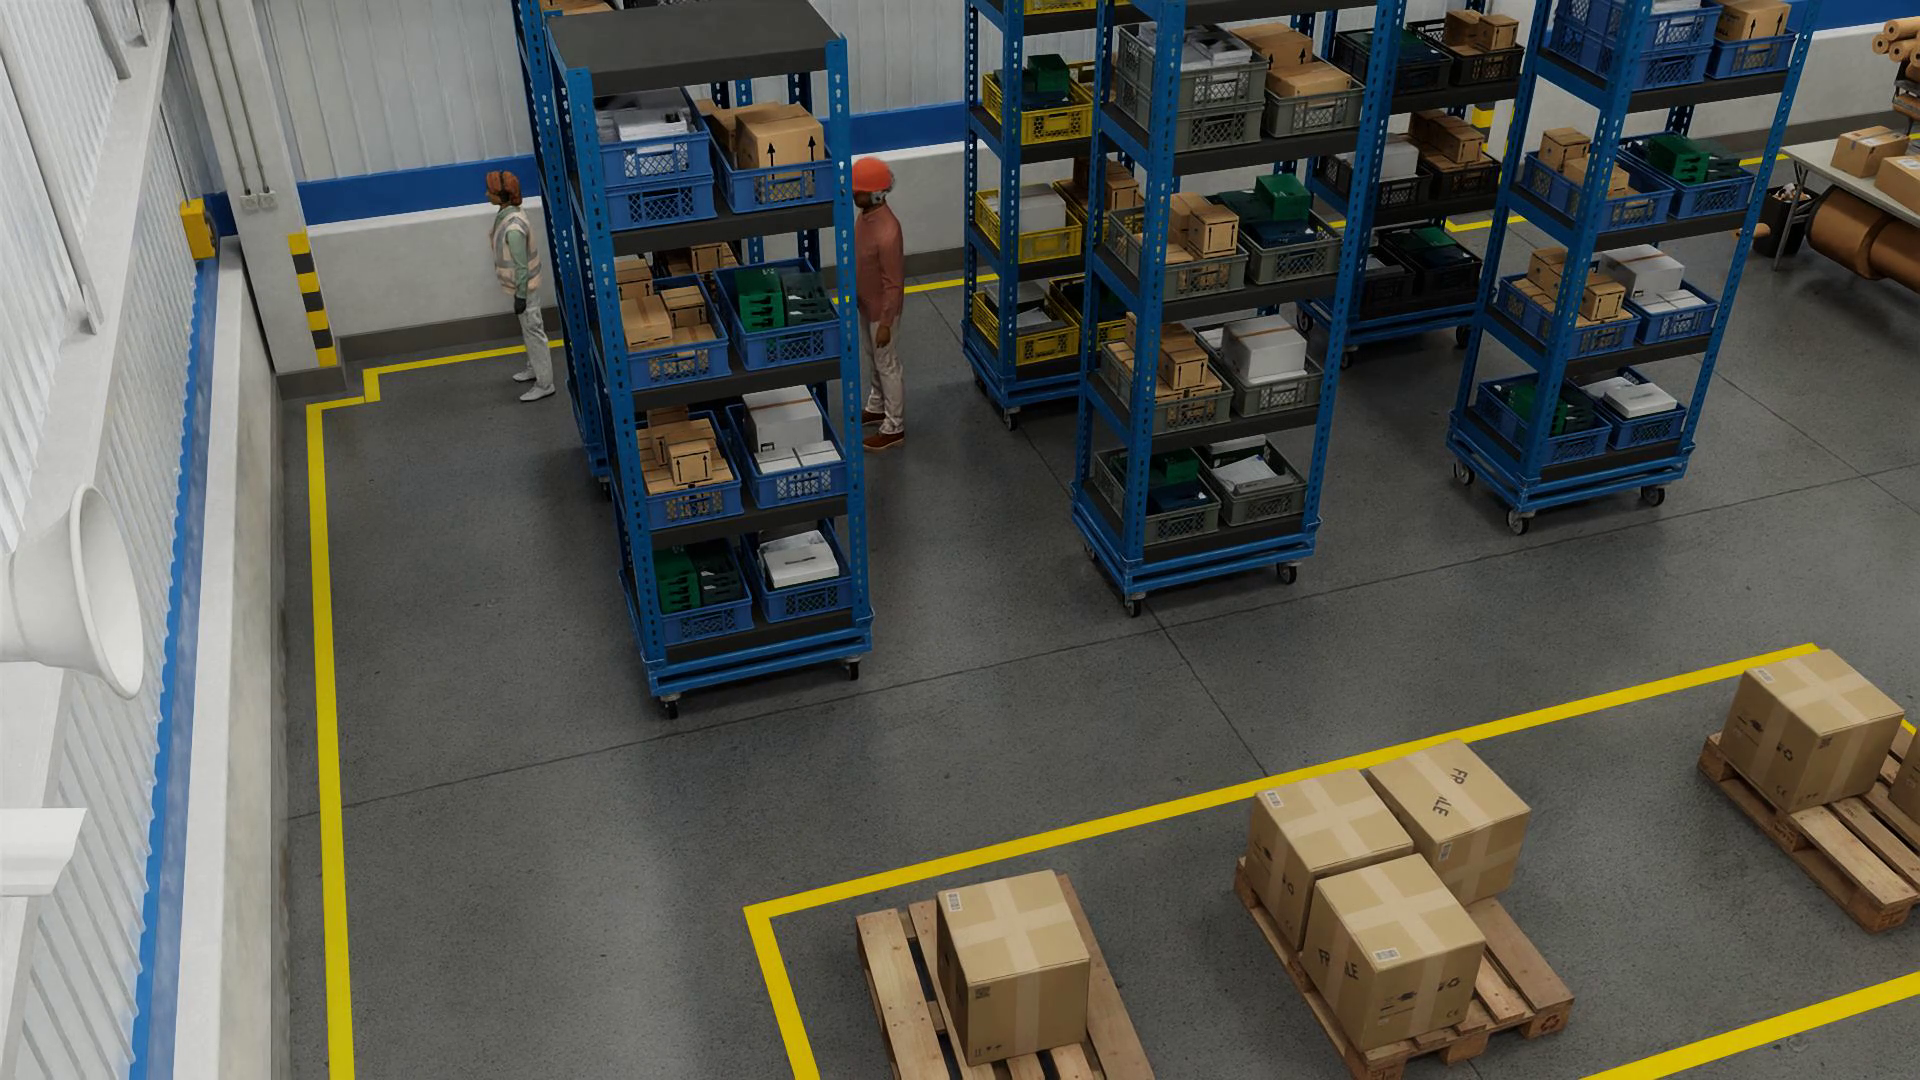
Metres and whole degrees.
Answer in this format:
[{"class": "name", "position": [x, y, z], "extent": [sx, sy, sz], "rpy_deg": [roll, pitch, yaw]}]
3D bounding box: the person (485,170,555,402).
[{"class": "person", "position": [-2.991, -1.738, 11.315], "extent": [0.307, 1.641, 0.514], "rpy_deg": [-11, 37, -16]}]

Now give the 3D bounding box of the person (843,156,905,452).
[{"class": "person", "position": [-0.542, -1.523, 10.704], "extent": [0.376, 1.997, 0.612], "rpy_deg": [-11, 37, -16]}]
